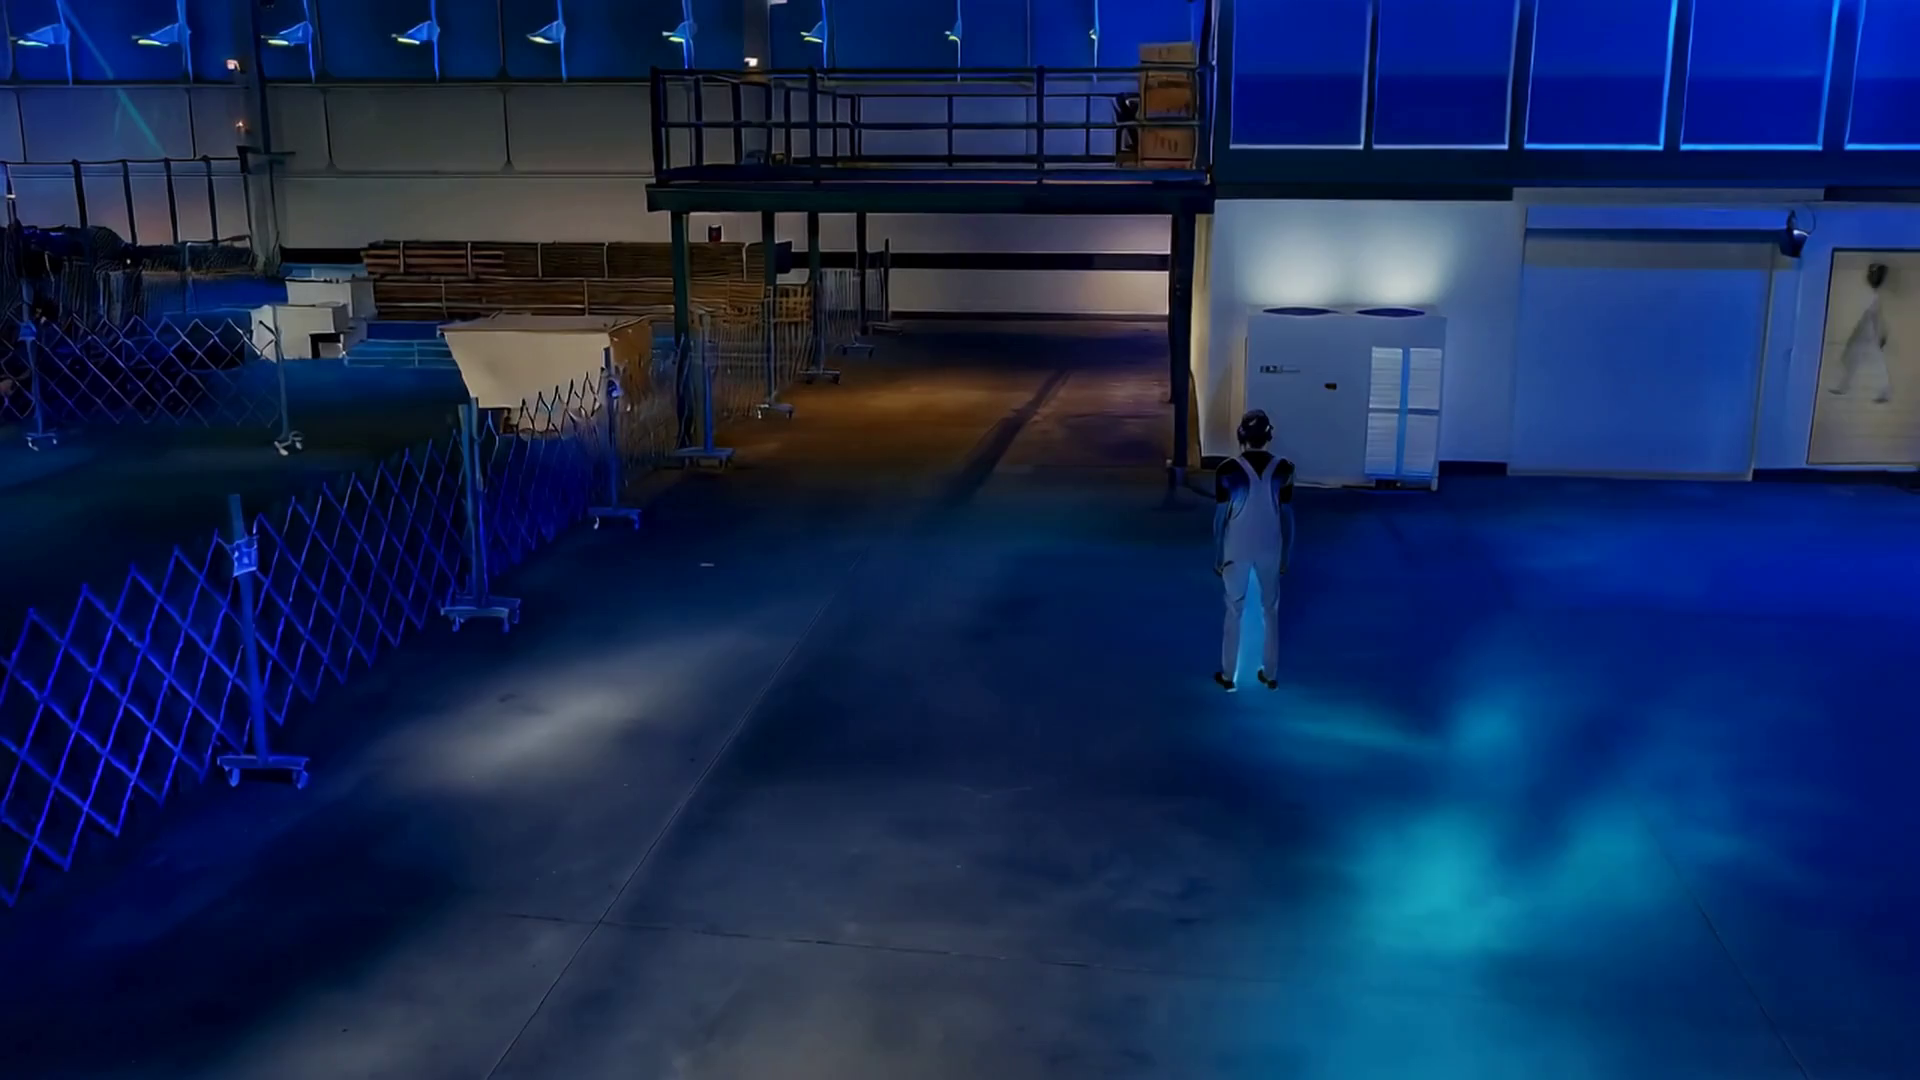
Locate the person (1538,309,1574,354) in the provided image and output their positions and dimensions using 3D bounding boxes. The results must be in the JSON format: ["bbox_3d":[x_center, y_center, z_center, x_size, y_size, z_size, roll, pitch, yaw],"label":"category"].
[{"bbox_3d":[6.874,-2.080,19.344,0.422,1.877,0.741,2,14,7],"label":"person"}]

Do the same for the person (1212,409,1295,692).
[{"bbox_3d":[1.876,0.075,10.675,0.502,1.837,0.348,-1,14,-4],"label":"person"}]
